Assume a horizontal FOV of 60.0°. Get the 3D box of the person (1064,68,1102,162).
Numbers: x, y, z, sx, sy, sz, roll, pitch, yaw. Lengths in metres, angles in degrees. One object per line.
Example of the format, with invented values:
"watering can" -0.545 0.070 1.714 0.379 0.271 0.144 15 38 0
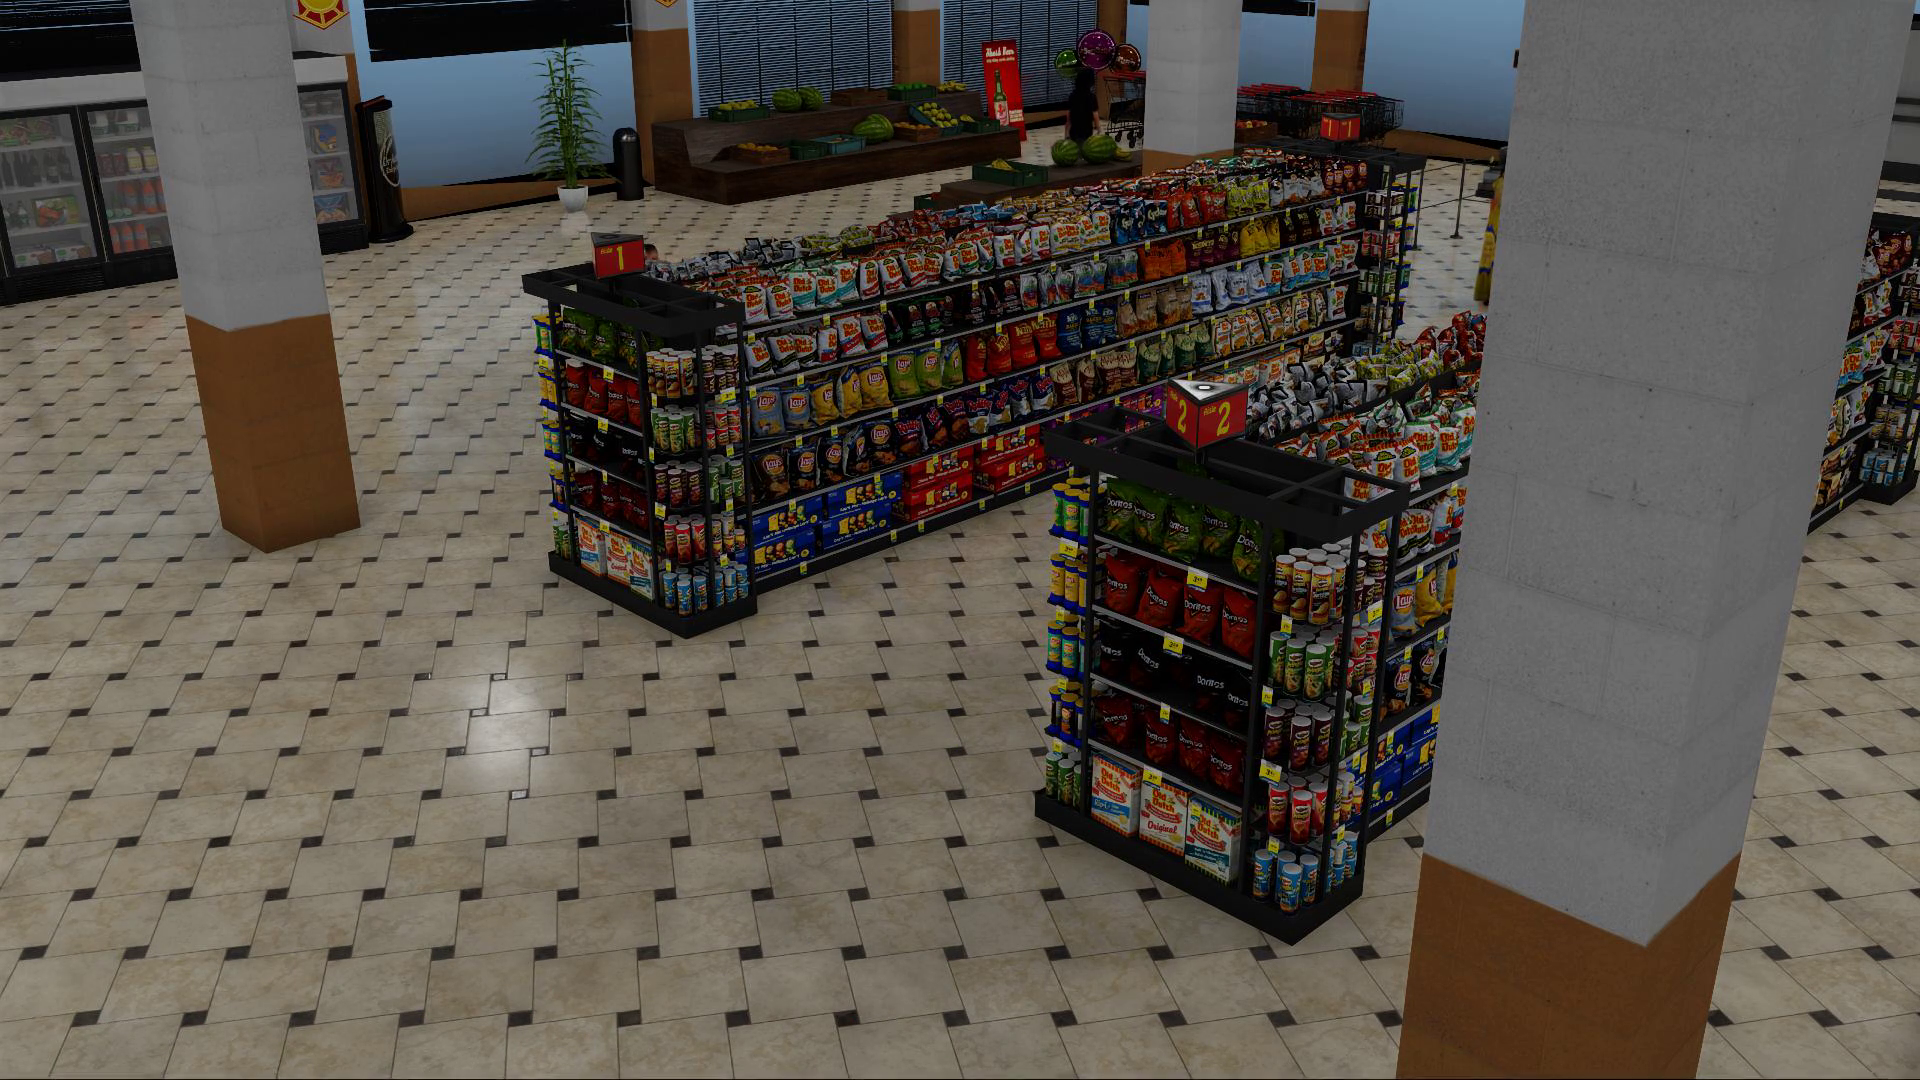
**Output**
"person" 1.628 -5.626 23.201 1.160 1.790 0.666 -19 29 -40
